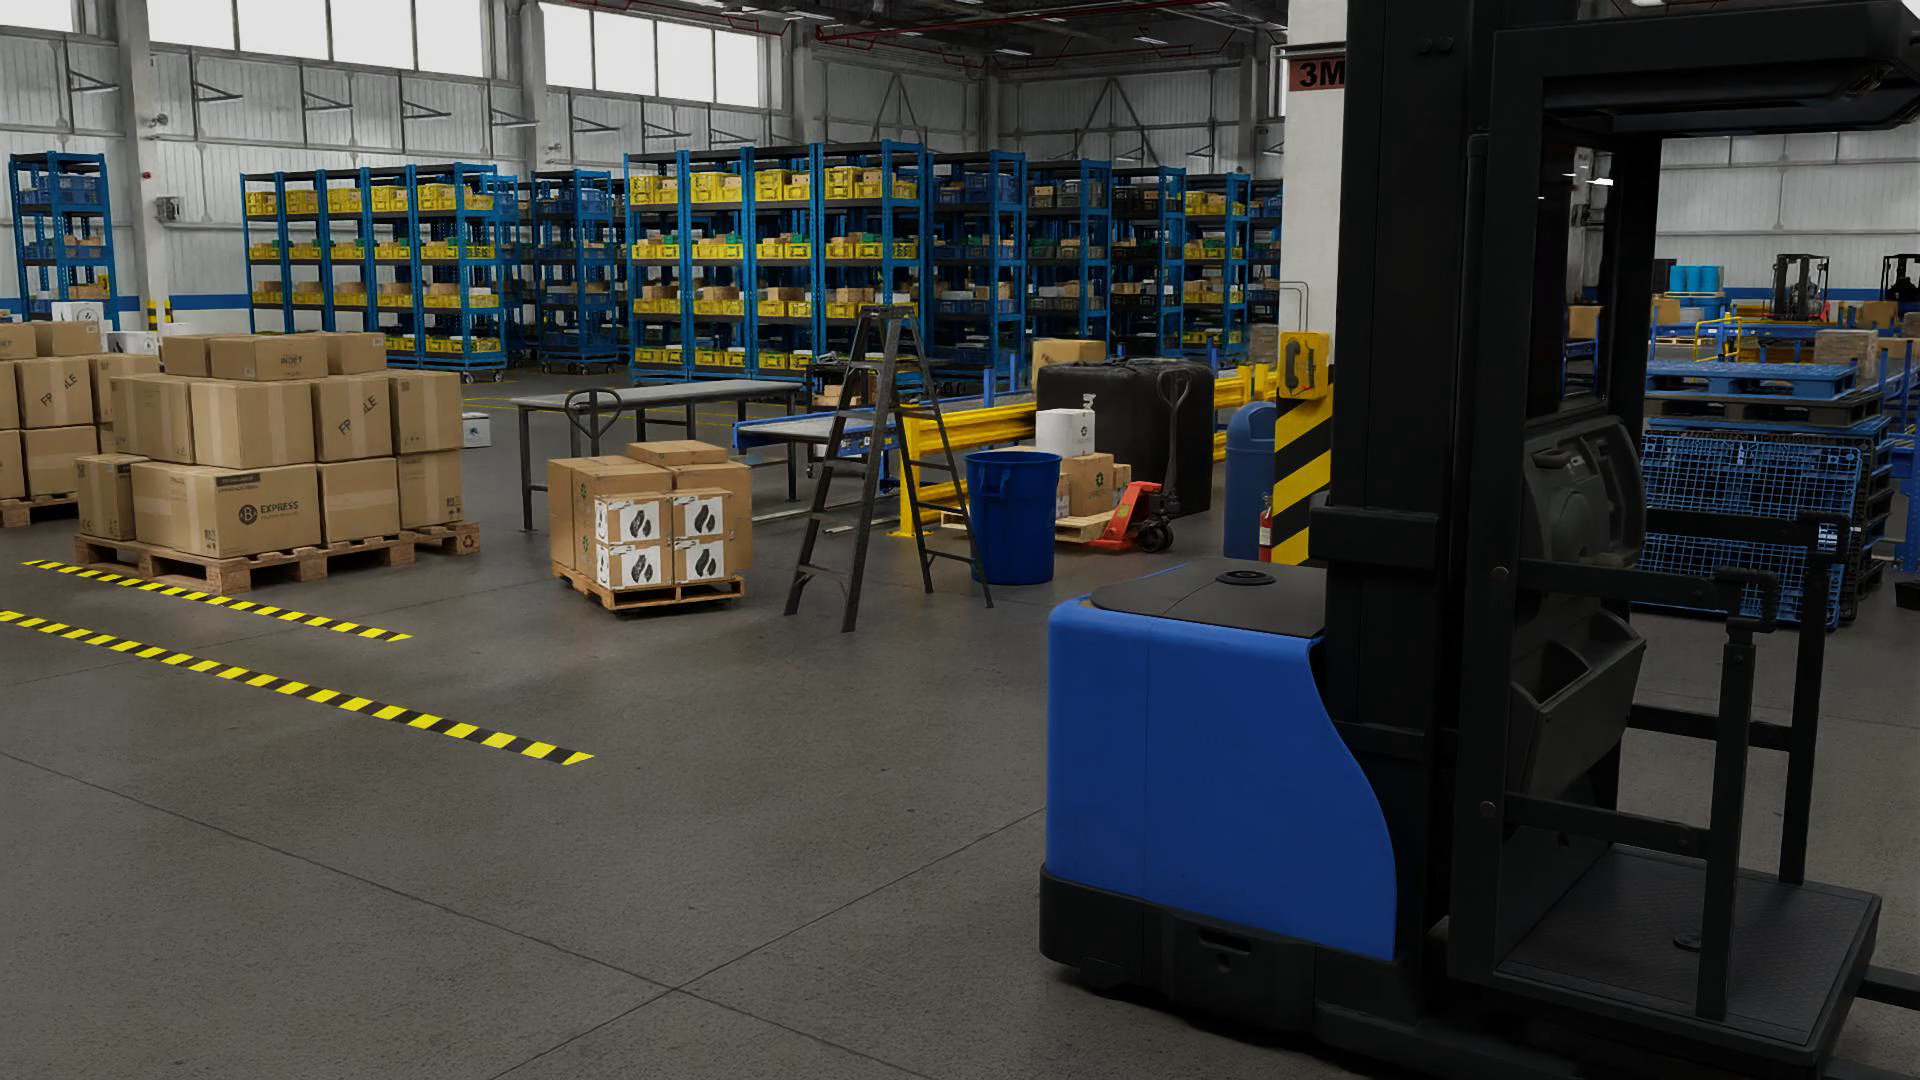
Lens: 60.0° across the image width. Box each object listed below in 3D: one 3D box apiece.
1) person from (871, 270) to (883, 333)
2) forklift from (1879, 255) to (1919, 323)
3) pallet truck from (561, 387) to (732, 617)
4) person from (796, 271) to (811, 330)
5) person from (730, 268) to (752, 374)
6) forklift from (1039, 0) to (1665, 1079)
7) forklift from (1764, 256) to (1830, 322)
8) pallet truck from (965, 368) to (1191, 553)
[{"bbox_3d":[-1.708,-4.522,33.579,0.404,1.837,0.590,1,10,6],"label":"person"},{"bbox_3d":[22.089,-5.634,38.796,1.157,1.987,2.680,6,11,33],"label":"forklift"},{"bbox_3d":[-1.981,-0.274,10.088,0.680,1.201,1.601,-5,11,-28],"label":"pallet truck"},{"bbox_3d":[-3.253,-4.513,33.558,0.567,1.828,0.728,8,12,39],"label":"person"},{"bbox_3d":[-3.747,-3.862,29.322,0.638,1.939,0.975,7,12,34],"label":"person"},{"bbox_3d":[1.249,-0.137,4.360,1.873,2.768,1.129,7,12,35],"label":"forklift"},{"bbox_3d":[20.253,-5.854,40.139,1.157,1.987,2.680,7,12,35],"label":"forklift"},{"bbox_3d":[0.845,-0.609,11.869,1.630,1.274,0.653,7,12,35],"label":"pallet truck"}]
